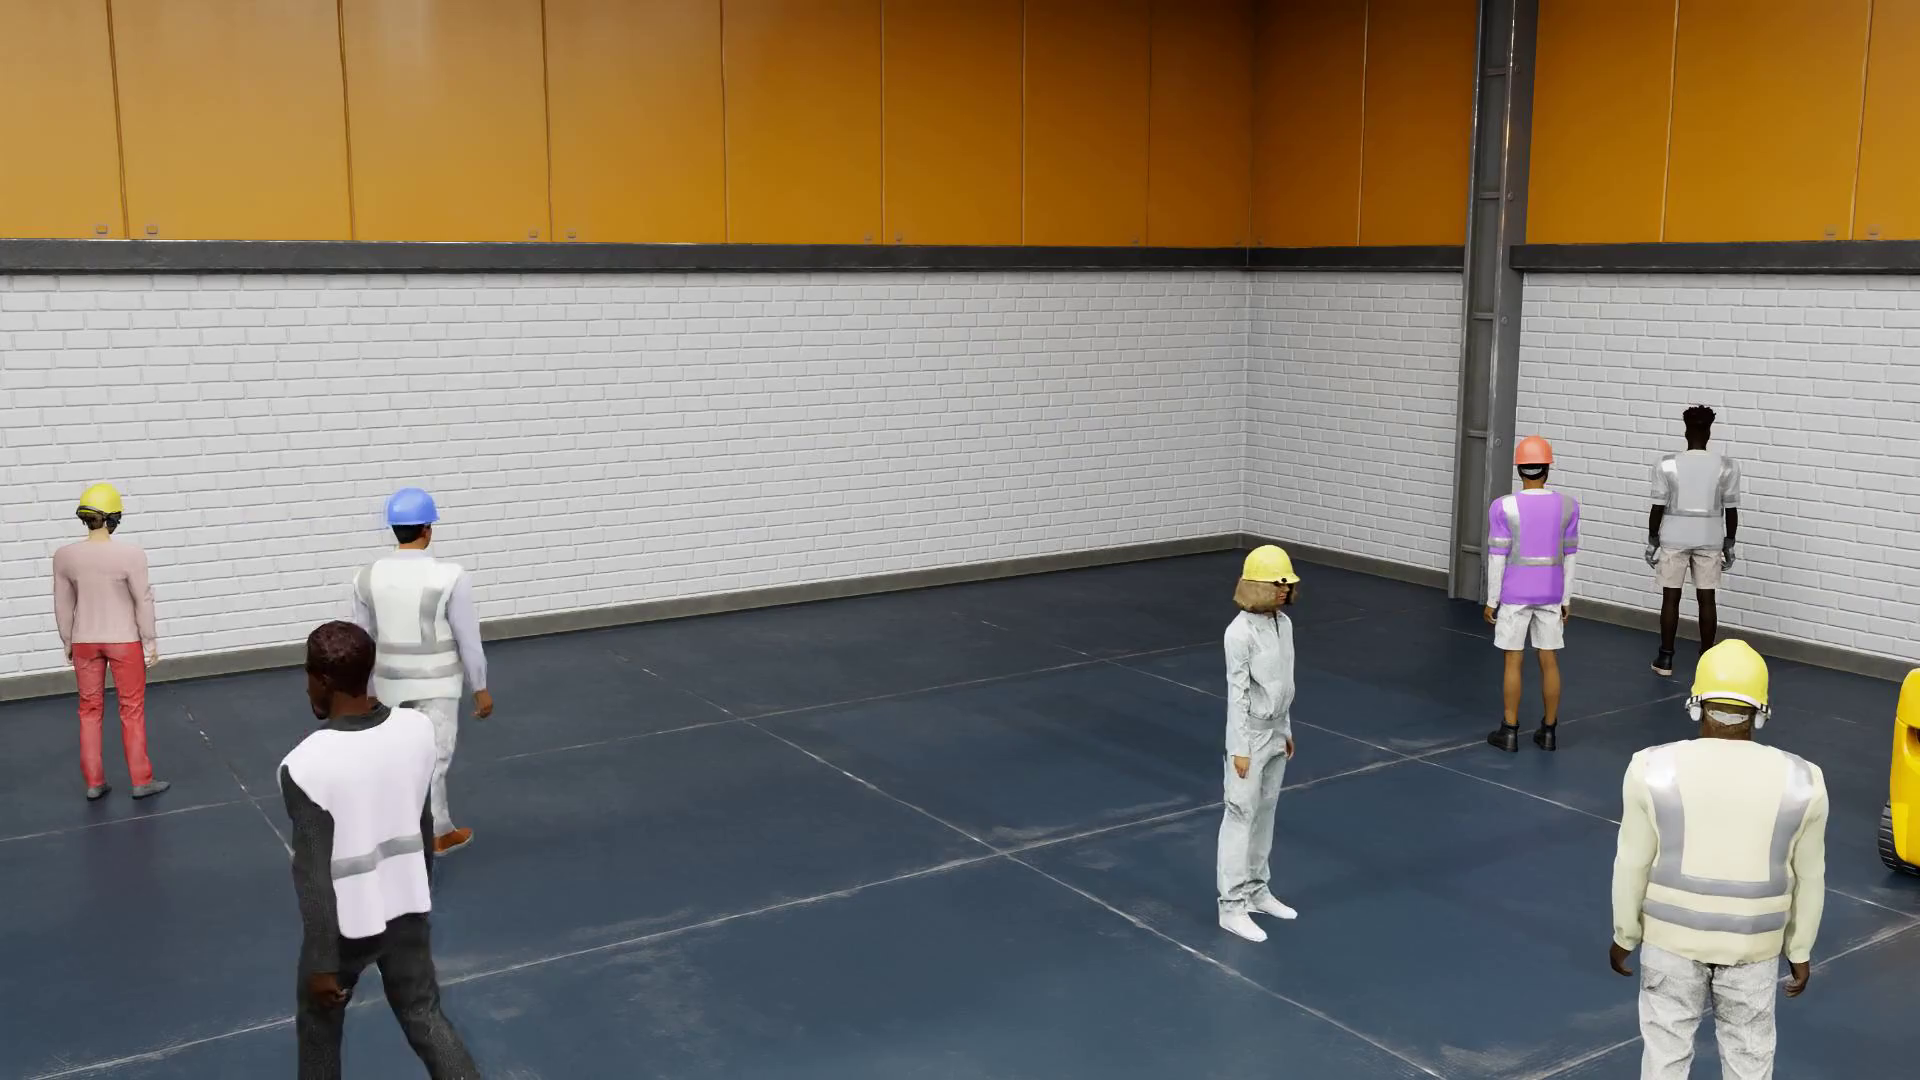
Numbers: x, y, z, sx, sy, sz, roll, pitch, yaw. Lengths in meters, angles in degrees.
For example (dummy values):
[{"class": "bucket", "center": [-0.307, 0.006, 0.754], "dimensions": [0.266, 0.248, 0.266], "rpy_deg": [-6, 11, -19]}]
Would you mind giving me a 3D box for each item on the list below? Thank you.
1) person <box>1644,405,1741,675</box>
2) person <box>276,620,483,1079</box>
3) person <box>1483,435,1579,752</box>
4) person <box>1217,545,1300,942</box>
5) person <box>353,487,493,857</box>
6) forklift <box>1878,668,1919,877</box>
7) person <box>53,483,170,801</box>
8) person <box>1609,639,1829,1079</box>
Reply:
[{"class": "person", "center": [5.265, 0.009, 11.978], "dimensions": [0.612, 1.962, 0.361], "rpy_deg": [3, 10, 15]}, {"class": "person", "center": [-1.840, 1.172, 5.249], "dimensions": [0.993, 1.881, 0.597], "rpy_deg": [5, 11, 29]}, {"class": "person", "center": [3.456, 0.332, 10.129], "dimensions": [0.547, 1.934, 0.376], "rpy_deg": [0, 9, -1]}, {"class": "person", "center": [1.348, 0.885, 7.386], "dimensions": [0.310, 1.746, 0.494], "rpy_deg": [7, 12, 36]}, {"class": "person", "center": [-2.622, 0.706, 7.968], "dimensions": [0.609, 1.914, 0.932], "rpy_deg": [3, 10, 17]}, {"class": "forklift", "center": [5.511, 0.571, 7.906], "dimensions": [2.313, 2.155, 1.214], "rpy_deg": [-6, 11, -33]}, {"class": "person", "center": [-4.713, 0.566, 9.221], "dimensions": [0.528, 1.767, 0.330], "rpy_deg": [0, 9, 0]}, {"class": "person", "center": [2.325, 1.209, 5.150], "dimensions": [0.602, 1.830, 0.404], "rpy_deg": [2, 10, 14]}]
